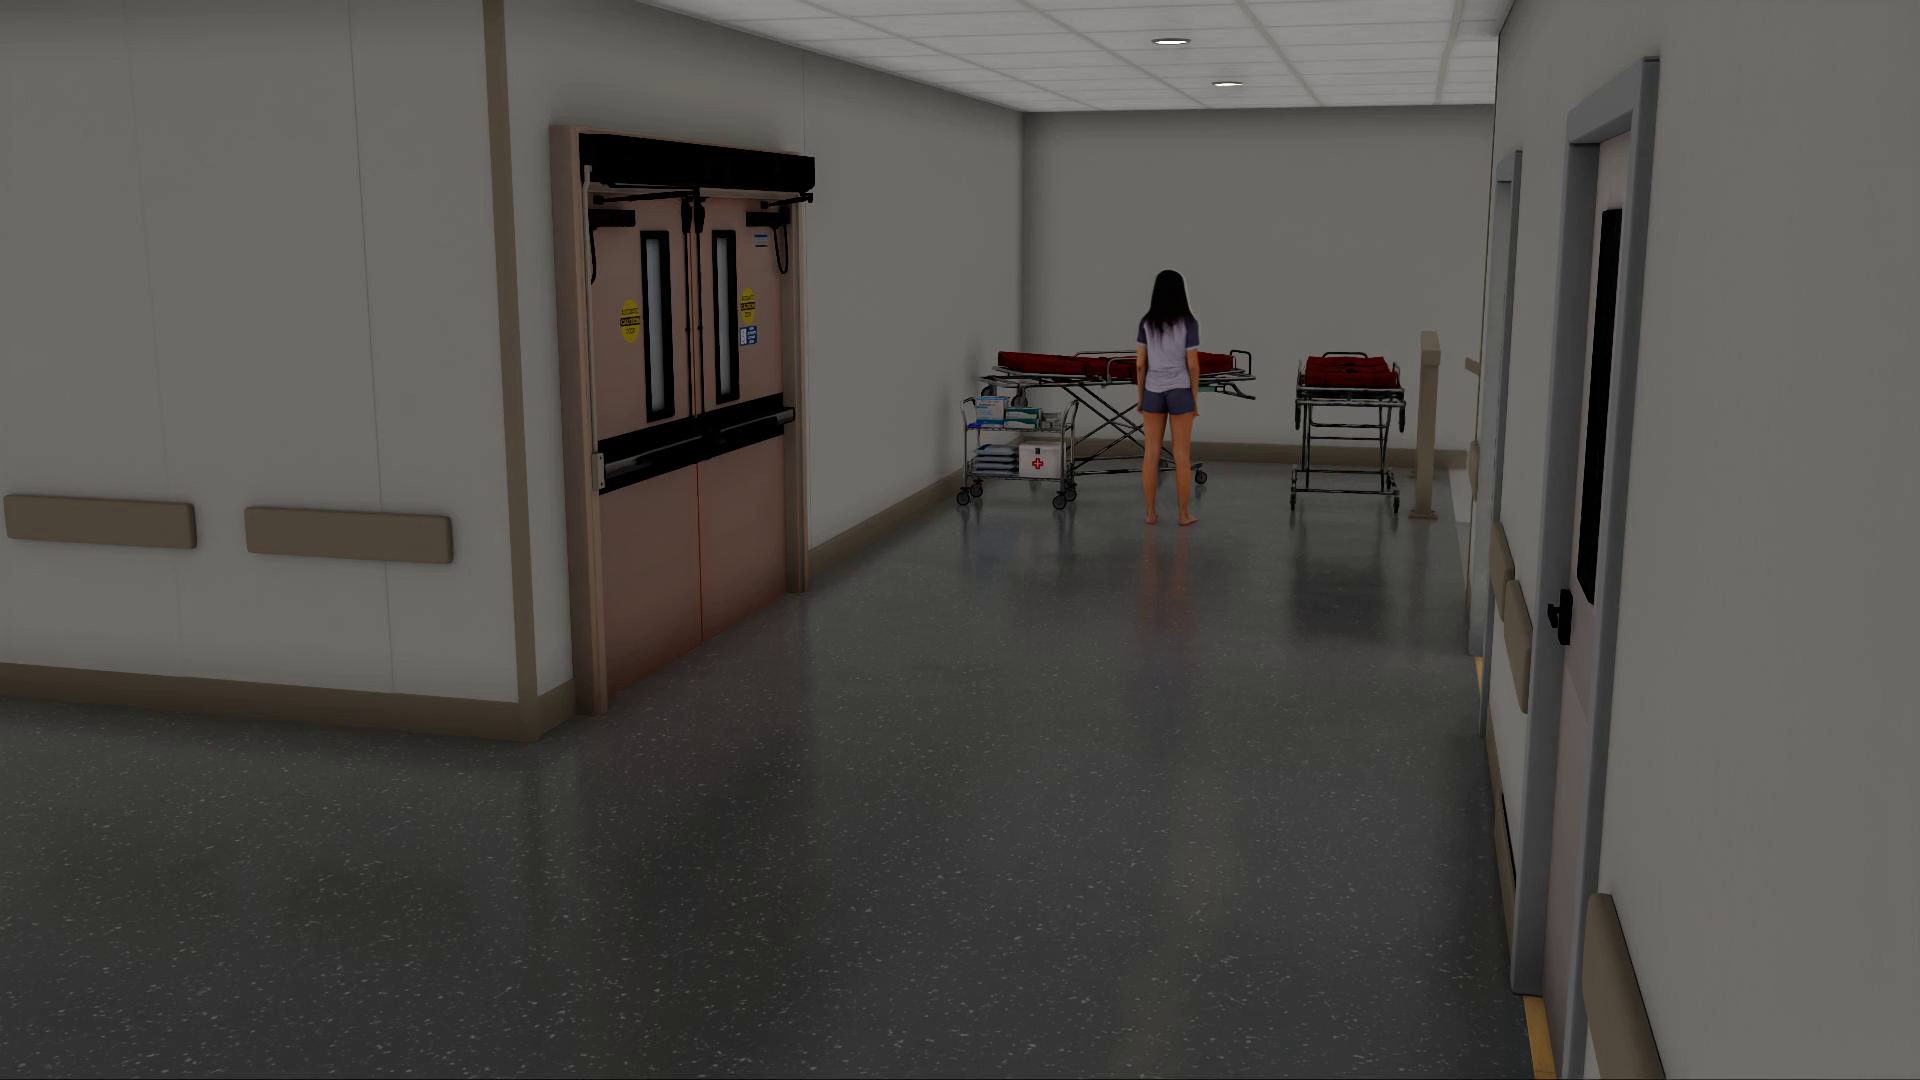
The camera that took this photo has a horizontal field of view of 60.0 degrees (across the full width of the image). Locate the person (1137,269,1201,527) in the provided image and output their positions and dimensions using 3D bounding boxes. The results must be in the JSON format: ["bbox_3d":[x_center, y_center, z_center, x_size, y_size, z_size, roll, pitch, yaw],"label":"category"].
[{"bbox_3d":[1.417,-0.973,11.349,0.602,1.733,0.541,4,11,20],"label":"person"}]
